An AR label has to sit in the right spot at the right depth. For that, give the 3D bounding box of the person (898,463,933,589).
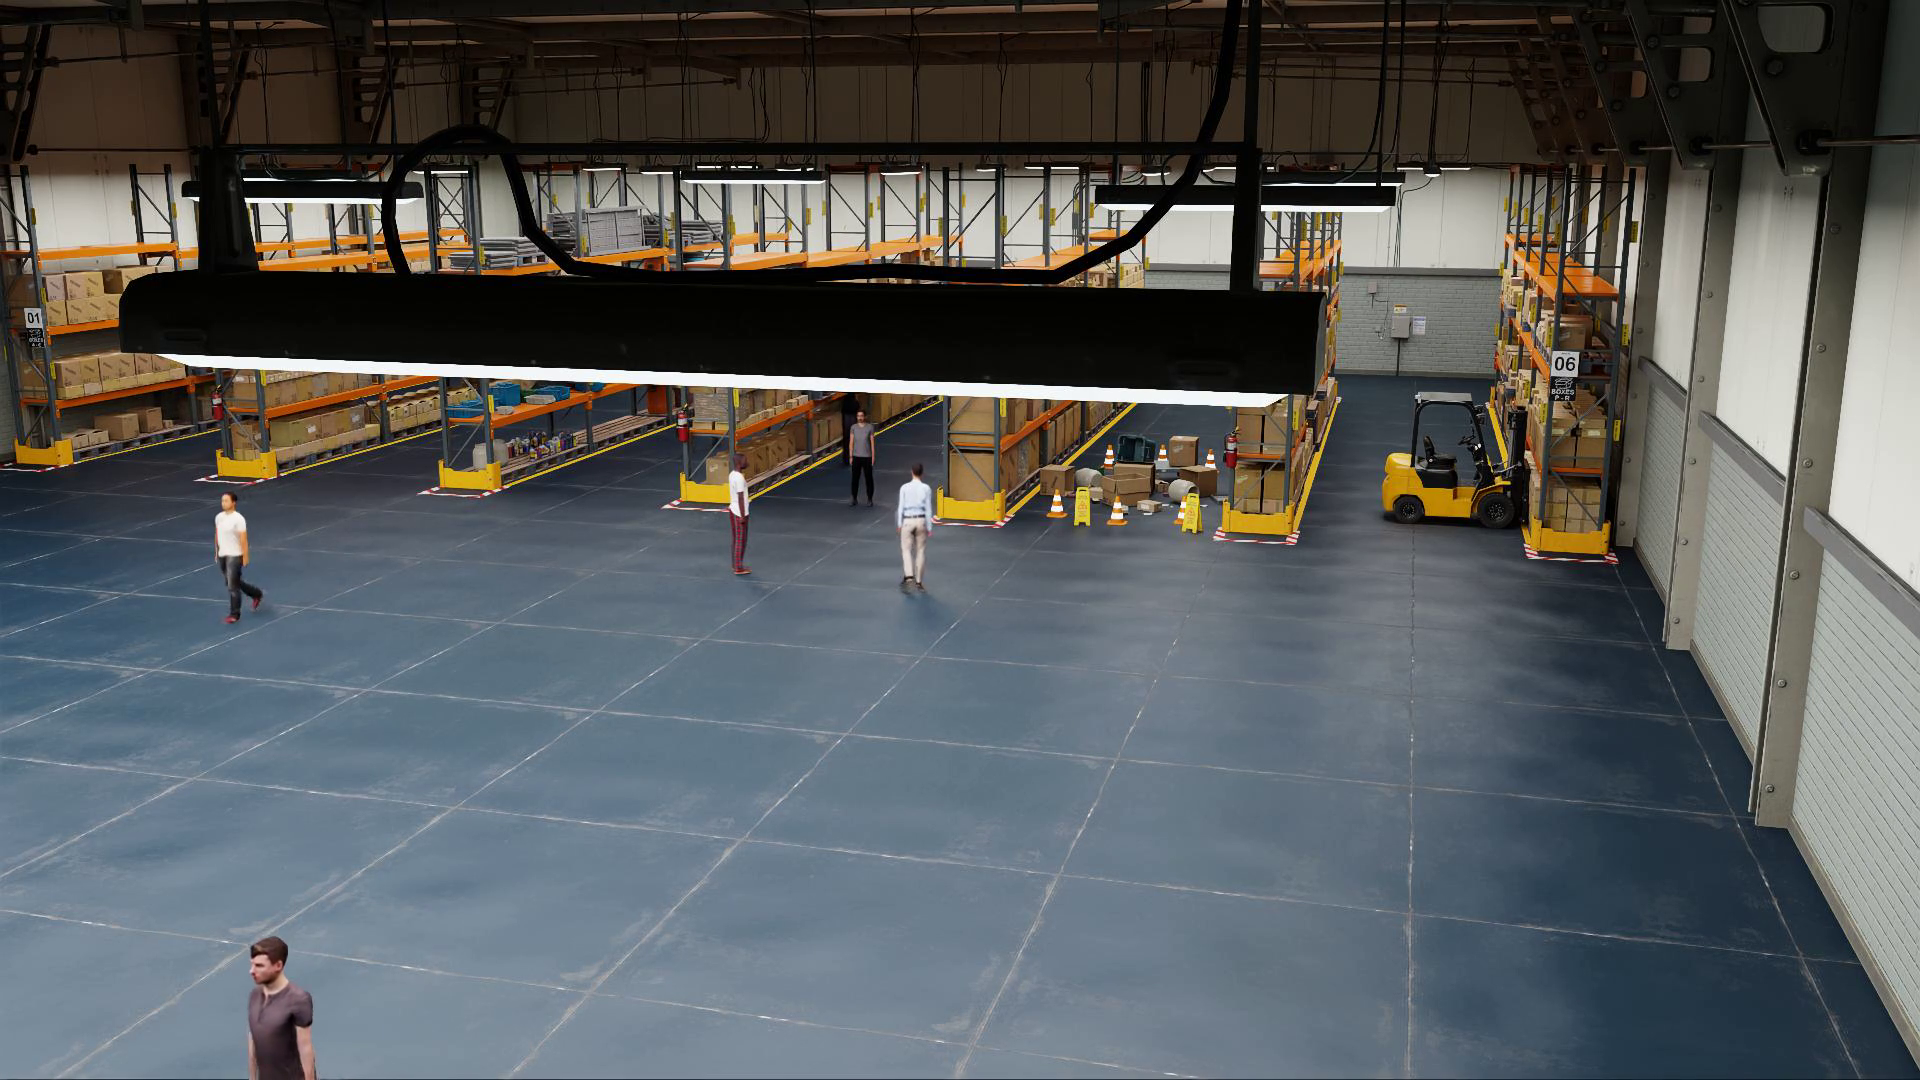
[{"bbox_3d":[-0.656,-0.182,24.198,0.853,1.817,1.023,-2,13,-8],"label":"person"}]

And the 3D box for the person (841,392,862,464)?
[{"bbox_3d":[-2.263,-2.358,34.053,0.632,1.610,1.041,3,13,11],"label":"person"}]

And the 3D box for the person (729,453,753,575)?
[{"bbox_3d":[-3.342,-0.412,25.158,0.781,1.832,0.667,-5,14,-20],"label":"person"}]

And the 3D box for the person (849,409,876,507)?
[{"bbox_3d":[-1.761,-1.502,30.038,0.650,1.754,0.570,1,13,6],"label":"person"}]

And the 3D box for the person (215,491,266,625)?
[{"bbox_3d":[-9.814,0.209,22.584,0.799,1.784,1.104,6,14,26],"label":"person"}]

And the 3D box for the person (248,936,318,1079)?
[{"bbox_3d":[-3.865,3.160,9.710,0.767,1.842,0.902,6,14,25],"label":"person"}]
